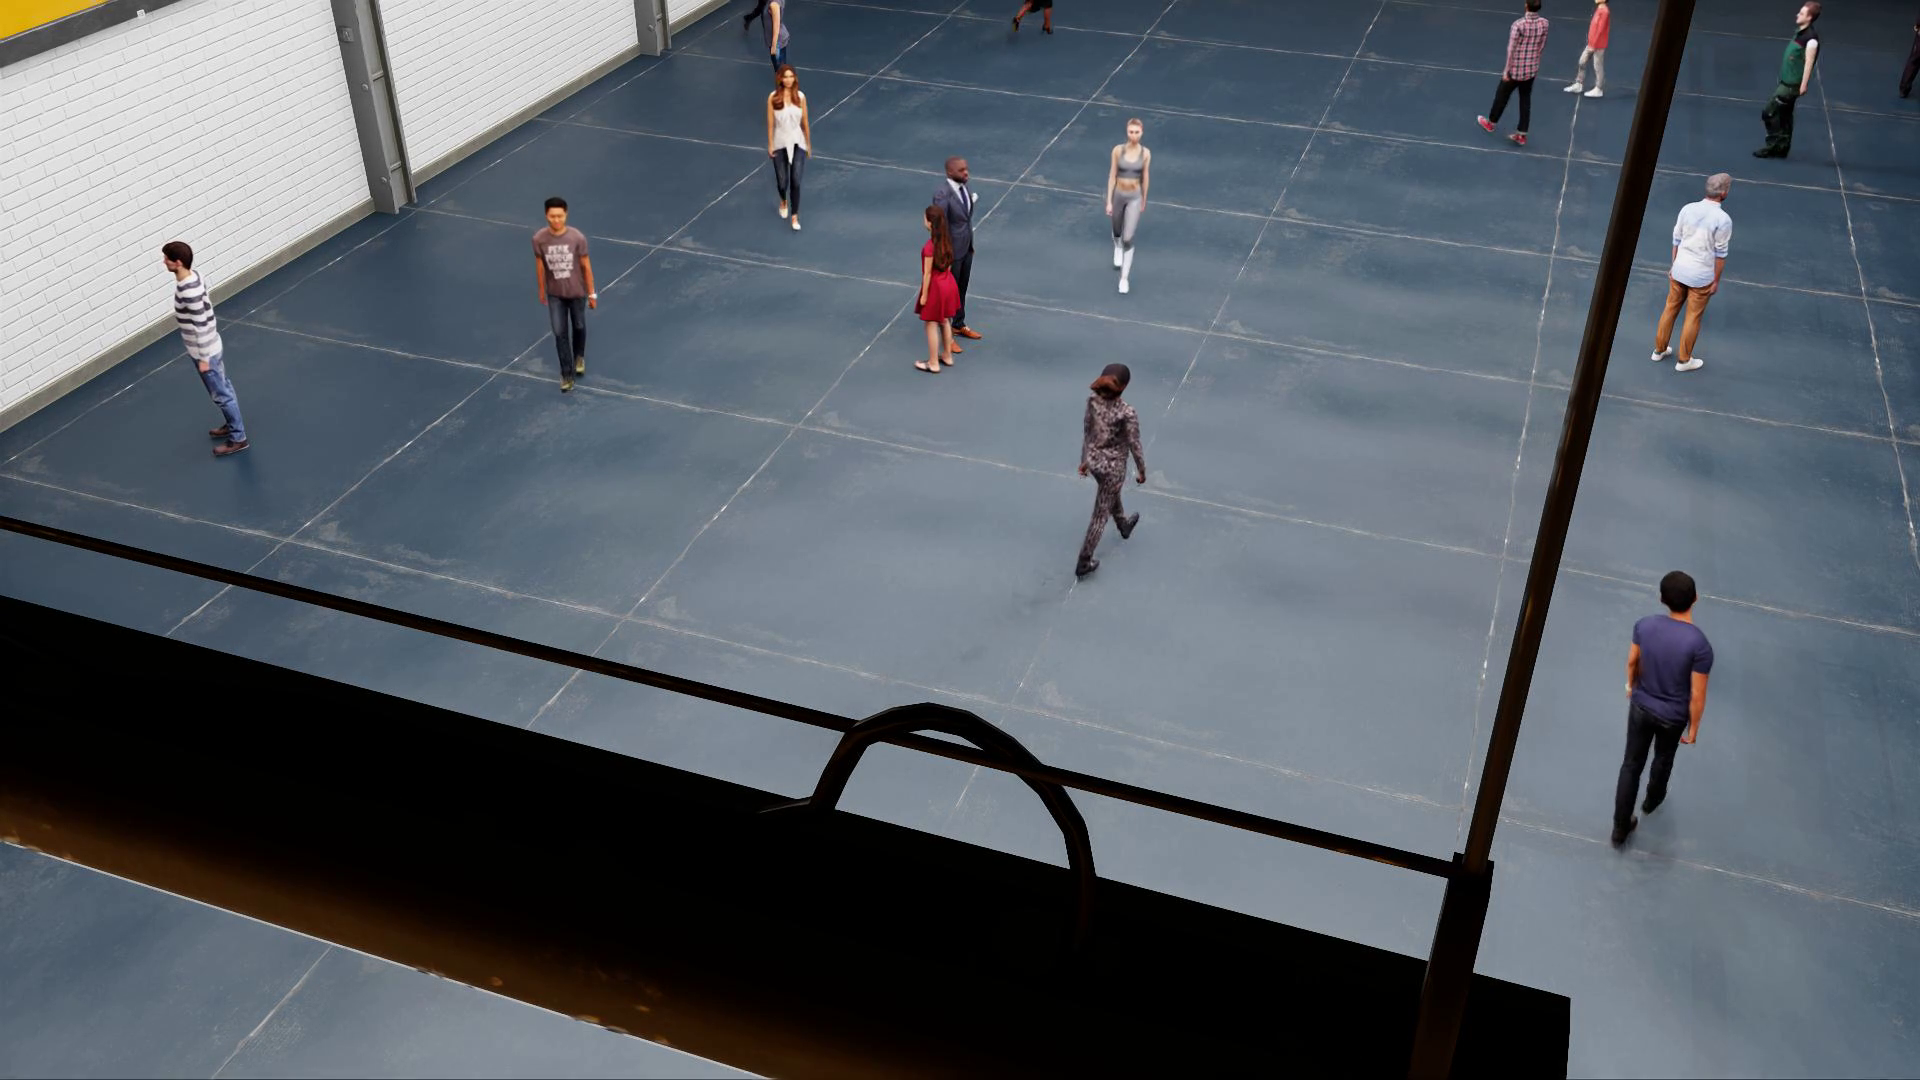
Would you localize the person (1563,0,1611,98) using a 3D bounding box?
[{"bbox_3d":[8.249,-6.375,21.311,0.708,1.400,0.709,-1,34,-1],"label":"person"}]

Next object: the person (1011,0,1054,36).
[{"bbox_3d":[1.046,-7.834,23.301,1.066,1.628,0.895,-24,40,-31],"label":"person"}]

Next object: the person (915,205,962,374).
[{"bbox_3d":[-0.190,-2.268,14.998,0.685,1.549,0.613,21,39,29],"label":"person"}]

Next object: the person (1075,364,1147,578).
[{"bbox_3d":[1.026,-0.476,12.189,0.878,1.675,1.155,26,42,34],"label":"person"}]

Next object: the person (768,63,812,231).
[{"bbox_3d":[-1.842,-4.208,17.712,0.780,1.777,0.842,-9,35,-13],"label":"person"}]

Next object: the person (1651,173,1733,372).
[{"bbox_3d":[6.618,-2.420,14.976,0.789,1.827,0.769,-20,39,-27],"label":"person"}]

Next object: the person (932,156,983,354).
[{"bbox_3d":[-0.048,-2.667,15.352,0.795,1.822,0.610,18,38,26],"label":"person"}]

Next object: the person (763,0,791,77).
[{"bbox_3d":[-2.273,-6.199,20.755,0.683,1.723,0.563,1,34,1],"label":"person"}]

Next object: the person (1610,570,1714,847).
[{"bbox_3d":[4.111,1.054,9.821,0.978,1.747,0.844,-27,42,-34],"label":"person"}]

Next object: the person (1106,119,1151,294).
[{"bbox_3d":[1.648,-3.385,16.569,0.712,1.670,1.184,5,34,7],"label":"person"}]

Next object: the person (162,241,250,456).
[{"bbox_3d":[-6.223,-1.606,13.726,0.772,1.855,0.702,-13,36,-19],"label":"person"}]

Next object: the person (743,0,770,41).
[{"bbox_3d":[-2.825,-7.792,23.235,0.829,1.631,0.946,27,42,34],"label":"person"}]

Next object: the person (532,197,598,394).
[{"bbox_3d":[-3.493,-2.245,14.786,0.969,1.746,1.137,-5,34,-7],"label":"person"}]

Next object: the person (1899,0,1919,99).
[{"bbox_3d":[12.411,-6.525,21.141,0.742,1.838,0.793,-29,43,-36],"label":"person"}]

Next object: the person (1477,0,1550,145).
[{"bbox_3d":[6.727,-5.579,19.809,1.057,1.738,1.160,-10,35,-14],"label":"person"}]

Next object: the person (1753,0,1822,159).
[{"bbox_3d":[9.763,-5.331,19.351,0.710,1.831,0.616,9,35,13],"label":"person"}]
